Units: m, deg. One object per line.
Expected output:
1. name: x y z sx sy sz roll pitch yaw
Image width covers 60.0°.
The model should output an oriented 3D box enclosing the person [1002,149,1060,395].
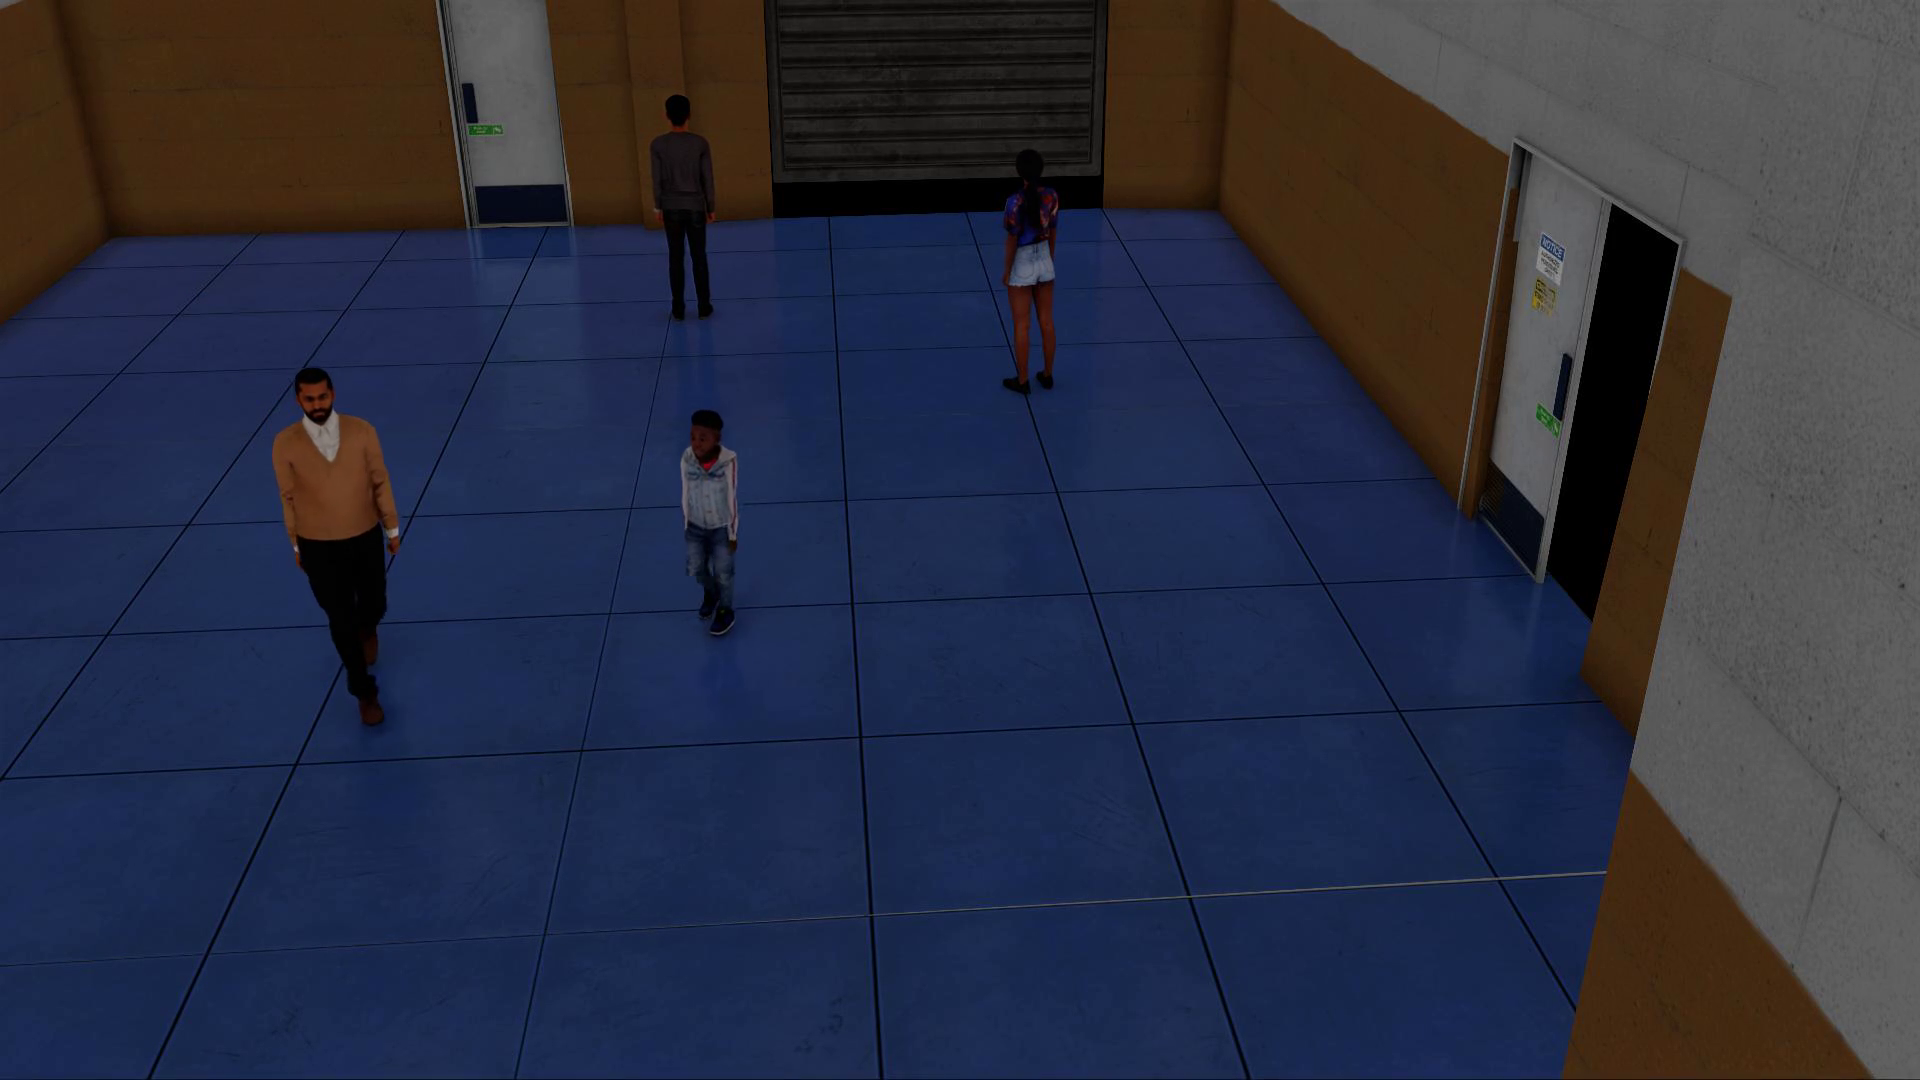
1. person: 0.500 -1.896 11.735 0.585 1.743 0.720 -14 30 -26

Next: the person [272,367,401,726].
1. person: -2.994 -0.026 8.051 1.138 1.734 1.001 -14 30 -25

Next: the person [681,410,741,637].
1. person: -1.274 -0.126 8.788 0.558 1.253 0.616 7 28 13

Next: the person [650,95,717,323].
1. person: -2.182 -2.606 13.111 0.485 1.765 0.713 10 29 19
